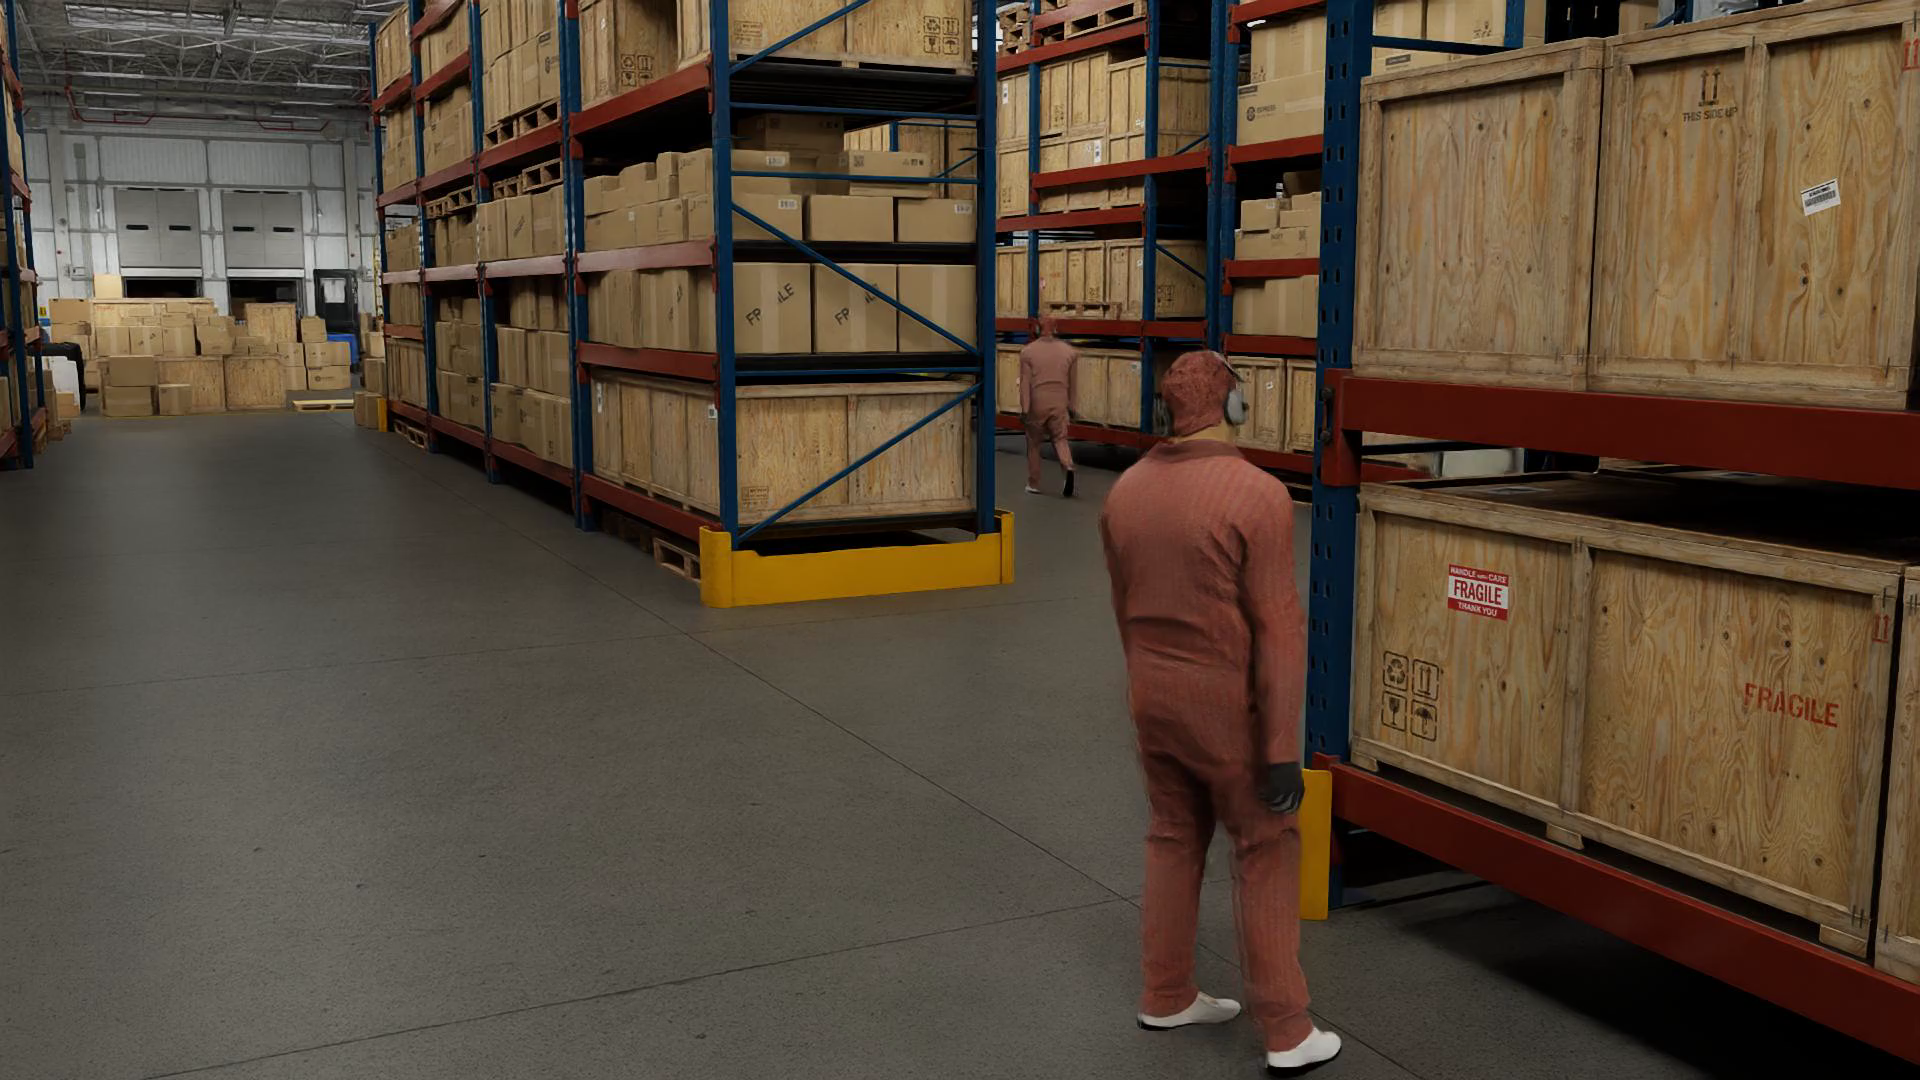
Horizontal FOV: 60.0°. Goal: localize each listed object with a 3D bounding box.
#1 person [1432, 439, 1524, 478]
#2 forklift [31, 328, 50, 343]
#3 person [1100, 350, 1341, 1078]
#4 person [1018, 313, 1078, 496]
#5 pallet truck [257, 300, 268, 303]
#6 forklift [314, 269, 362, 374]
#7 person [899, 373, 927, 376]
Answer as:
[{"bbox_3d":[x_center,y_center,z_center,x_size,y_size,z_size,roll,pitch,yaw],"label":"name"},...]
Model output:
[{"bbox_3d":[2.995,-0.357,9.512,0.607,2.024,0.610,5,10,33],"label":"person"},{"bbox_3d":[-28.778,-6.719,50.422,1.873,2.768,1.129,-3,9,-19],"label":"forklift"},{"bbox_3d":[0.689,0.444,4.431,0.447,1.897,0.658,-6,10,-36],"label":"person"},{"bbox_3d":[0.917,-1.380,17.052,0.651,1.883,0.813,-3,9,-17],"label":"person"},{"bbox_3d":[-23.913,-7.404,58.171,1.885,1.965,0.823,-1,8,-9],"label":"pallet truck"},{"bbox_3d":[-16.677,-5.853,44.451,1.129,2.768,1.873,-2,8,-12],"label":"forklift"},{"bbox_3d":[-0.544,-1.088,15.667,0.537,1.692,0.319,3,9,23],"label":"person"}]
